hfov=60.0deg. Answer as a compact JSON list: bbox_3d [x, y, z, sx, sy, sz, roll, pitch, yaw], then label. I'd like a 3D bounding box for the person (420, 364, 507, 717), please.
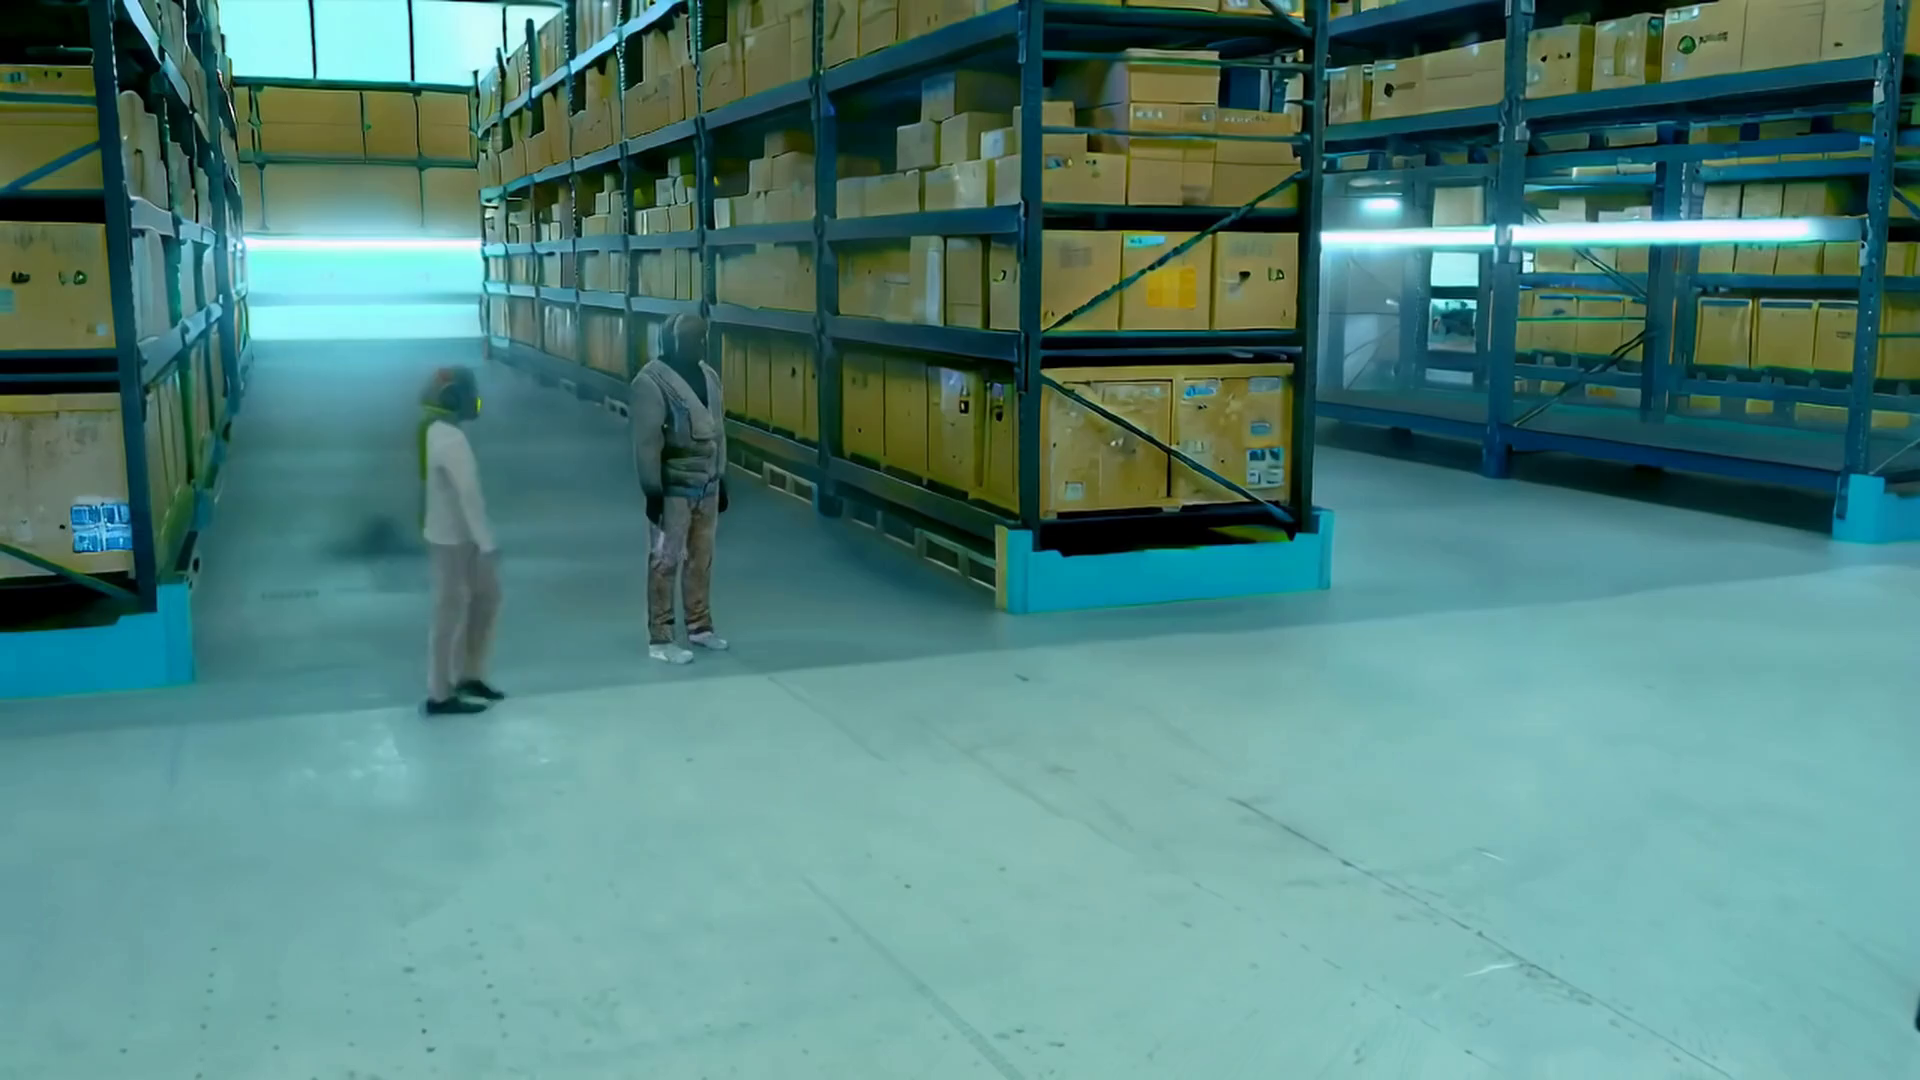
[{"bbox_3d":[-2.245,0.009,7.588,0.499,1.615,0.505,-3,10,-20],"label":"person"}]

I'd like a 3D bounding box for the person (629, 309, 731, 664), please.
[{"bbox_3d":[-1.432,-0.277,8.671,0.431,1.836,0.618,5,11,29],"label":"person"}]

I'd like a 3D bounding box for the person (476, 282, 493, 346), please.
[{"bbox_3d":[-11.103,-5.264,39.100,0.513,1.641,0.309,2,10,9],"label":"person"}]
